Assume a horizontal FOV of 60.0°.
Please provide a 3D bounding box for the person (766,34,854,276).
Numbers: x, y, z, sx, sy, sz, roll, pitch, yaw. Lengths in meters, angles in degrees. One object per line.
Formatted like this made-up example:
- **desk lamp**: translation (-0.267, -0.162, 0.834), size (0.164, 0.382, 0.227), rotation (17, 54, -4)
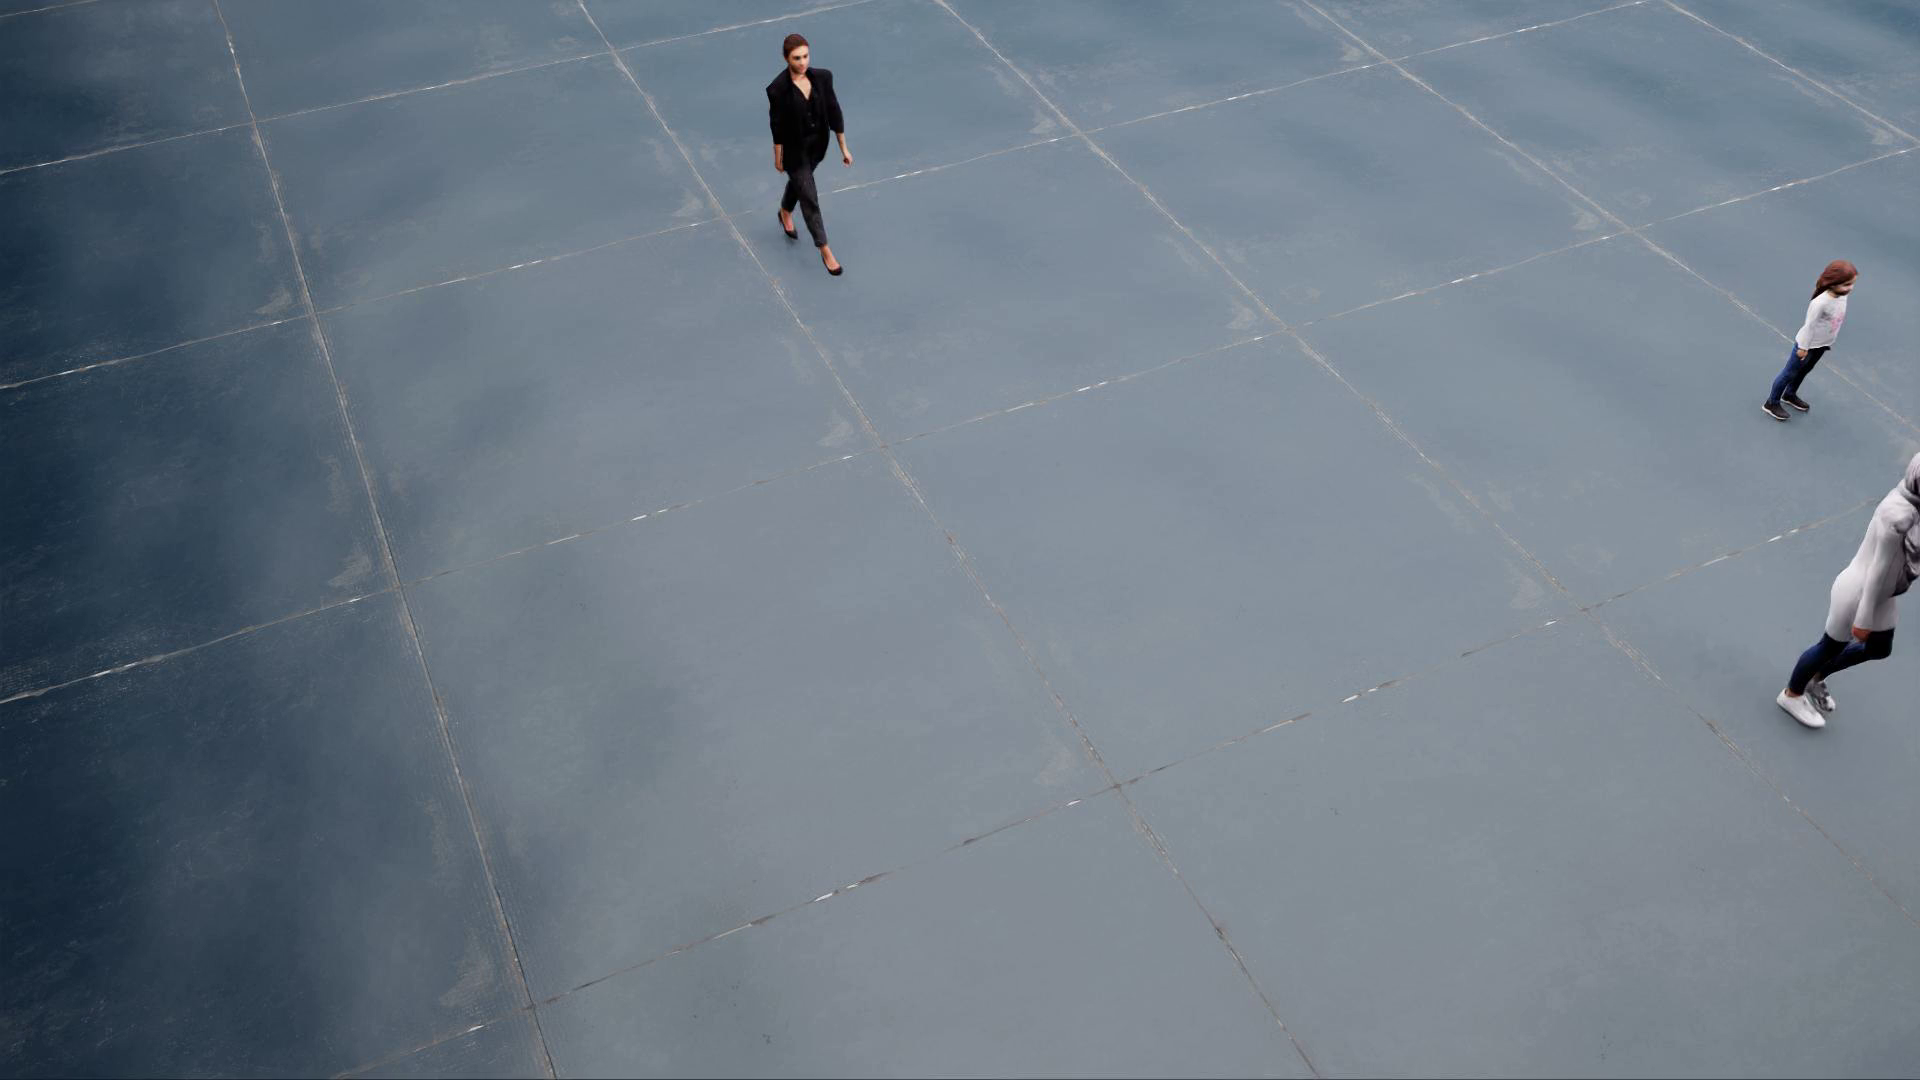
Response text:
- **person**: translation (-1.126, -2.723, 11.517), size (0.810, 1.664, 1.169), rotation (-26, 48, -26)

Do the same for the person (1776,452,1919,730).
- **person**: translation (4.389, 0.218, 8.204), size (0.658, 1.765, 0.628), rotation (-24, 48, -24)

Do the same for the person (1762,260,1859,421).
- **person**: translation (5.294, -1.260, 10.318), size (0.457, 1.110, 0.481), rotation (-22, 47, -23)
